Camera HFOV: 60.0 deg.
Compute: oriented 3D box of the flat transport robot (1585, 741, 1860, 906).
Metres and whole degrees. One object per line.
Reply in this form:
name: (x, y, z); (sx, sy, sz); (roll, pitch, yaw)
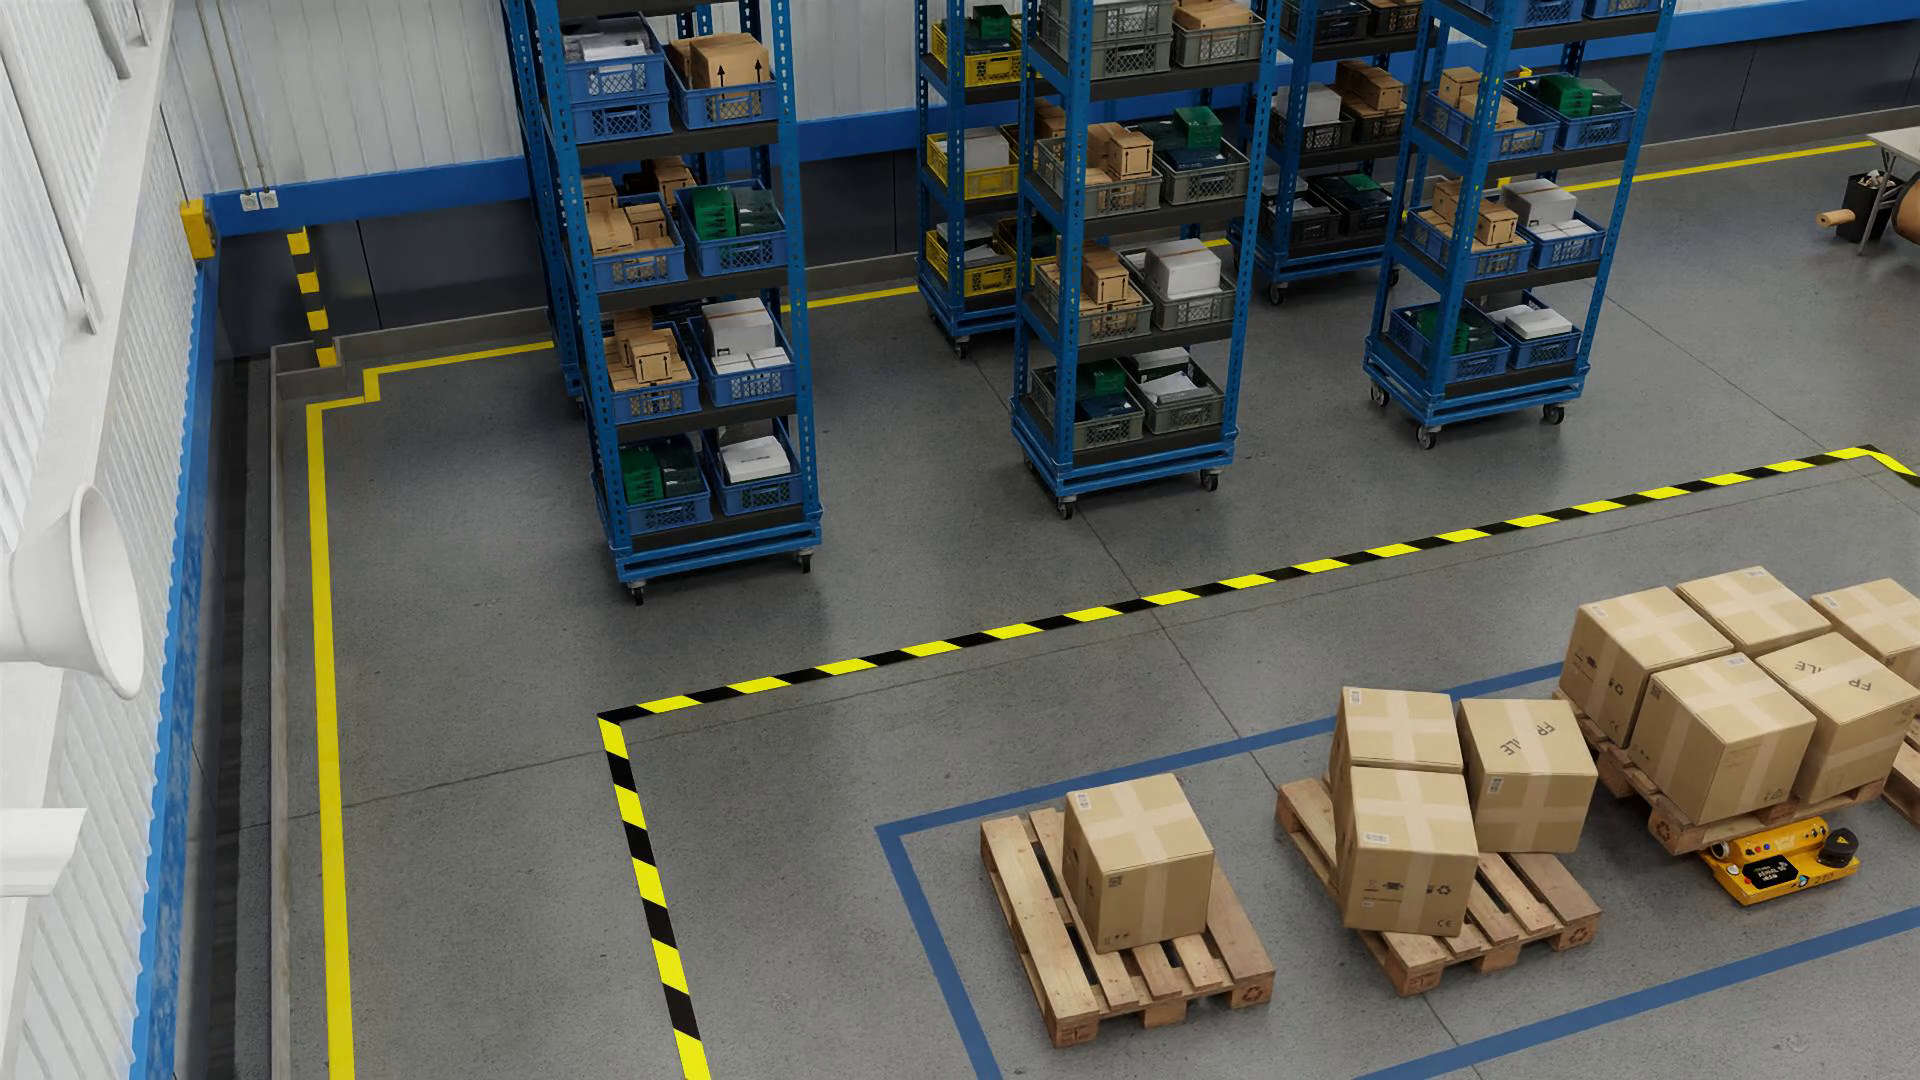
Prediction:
flat transport robot: (3.738, 1.188, 8.347); (0.652, 0.197, 1.431); (-11, 37, -15)
